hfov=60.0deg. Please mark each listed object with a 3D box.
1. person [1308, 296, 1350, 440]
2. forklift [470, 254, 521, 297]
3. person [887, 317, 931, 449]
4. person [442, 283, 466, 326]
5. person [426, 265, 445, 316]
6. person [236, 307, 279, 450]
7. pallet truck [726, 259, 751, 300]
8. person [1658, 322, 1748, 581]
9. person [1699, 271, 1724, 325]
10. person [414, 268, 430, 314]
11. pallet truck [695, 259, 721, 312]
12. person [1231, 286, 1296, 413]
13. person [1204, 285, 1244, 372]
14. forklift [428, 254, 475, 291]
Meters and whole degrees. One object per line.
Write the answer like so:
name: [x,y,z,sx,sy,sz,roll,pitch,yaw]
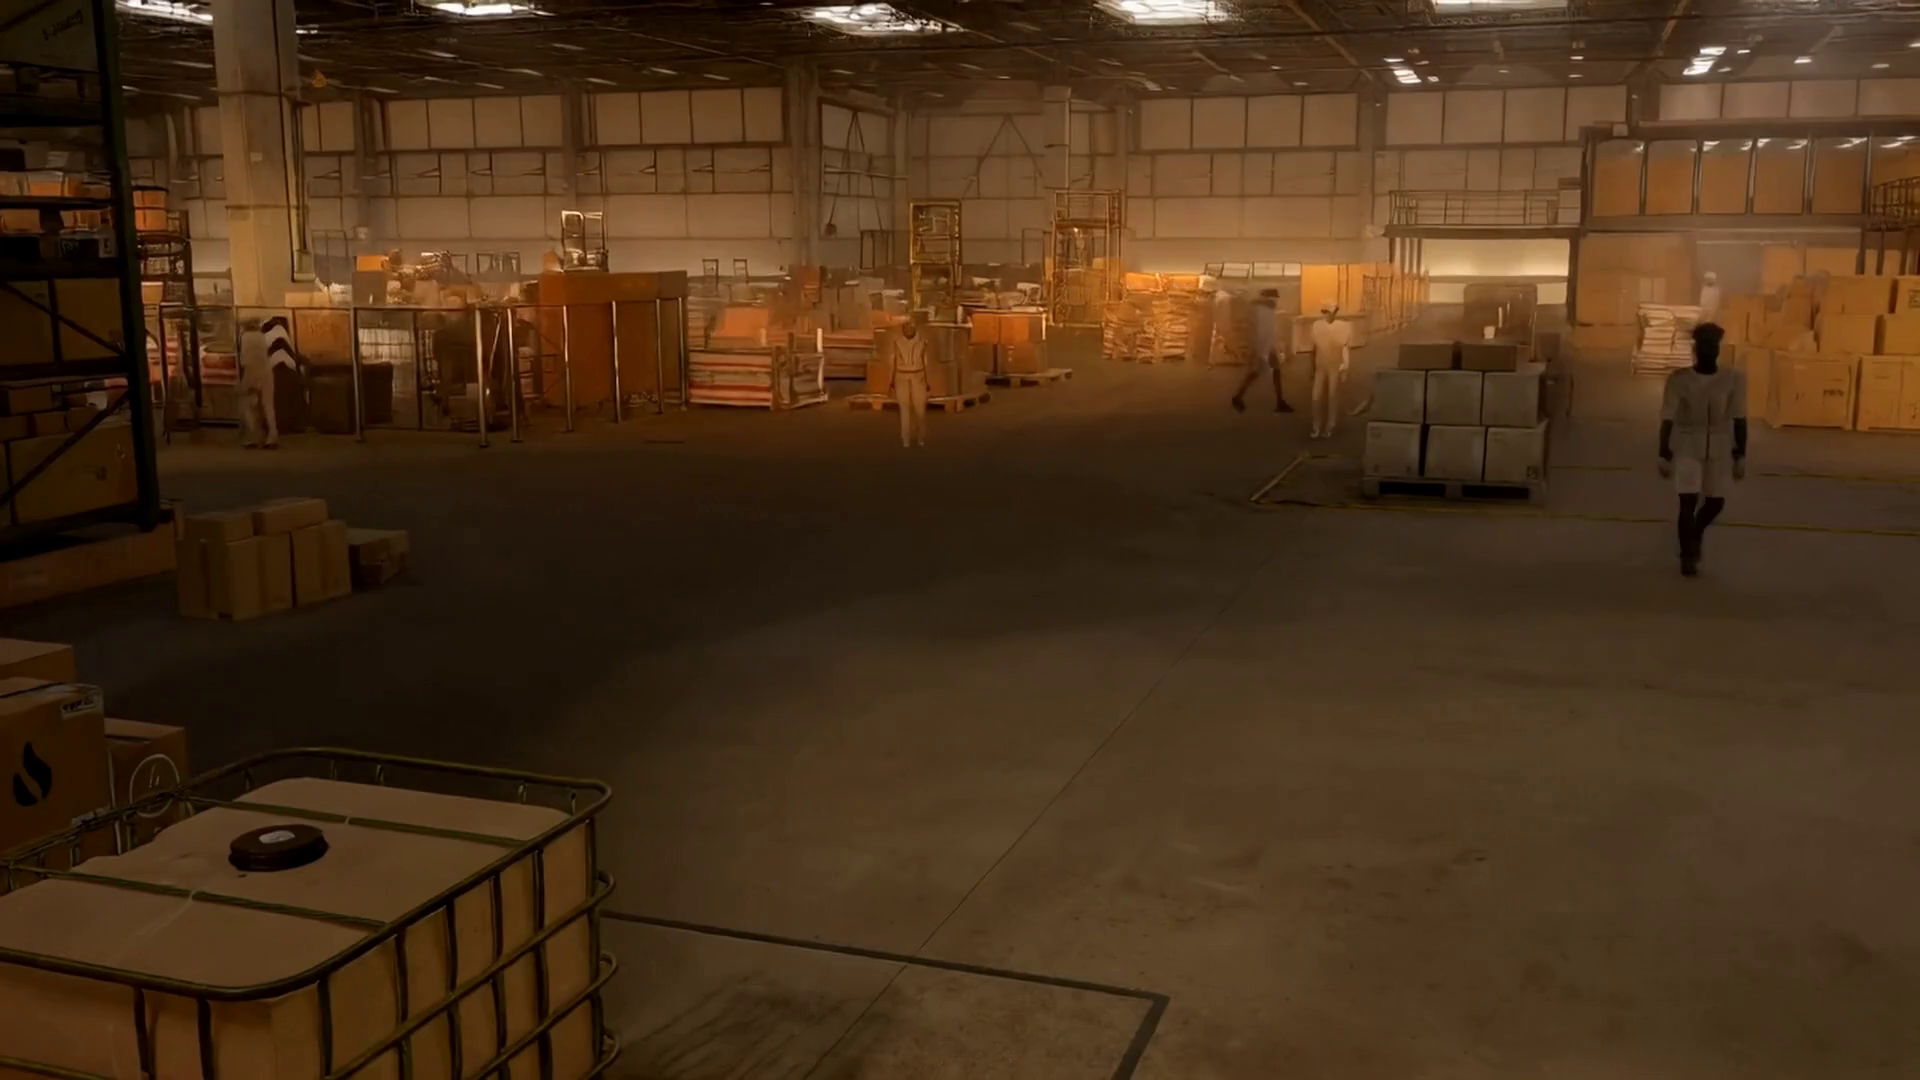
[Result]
person: [4.700,-2.195,21.328,0.565,1.848,0.670,5,11,27]
forklift: [-17.990,-10.121,64.684,1.157,1.987,2.680,3,11,17]
person: [-0.624,-1.915,20.405,0.532,1.622,0.488,-1,10,-4]
person: [-9.399,-3.889,31.032,0.877,1.798,0.602,4,11,21]
person: [-12.954,-5.746,40.896,0.656,2.013,0.617,-2,10,-10]
person: [-8.635,-1.969,20.358,0.551,1.742,0.520,3,11,17]
pallet truck: [-7.986,-9.493,62.019,0.823,1.965,1.885,3,11,17]
person: [5.608,-0.692,12.627,0.611,1.940,0.782,2,10,9]
person: [16.114,-4.785,35.623,0.929,1.966,0.632,-3,10,-14]
person: [-13.423,-5.806,41.492,0.471,1.925,0.591,-8,13,-39]
pallet truck: [-9.165,-9.627,62.776,0.823,1.965,1.885,4,11,23]
person: [4.550,-2.863,25.008,0.992,1.896,0.546,8,13,37]
person: [5.199,-4.144,32.682,0.741,1.716,0.487,9,13,41]
forklift: [-20.133,-10.254,65.465,1.157,1.987,2.680,3,11,19]
